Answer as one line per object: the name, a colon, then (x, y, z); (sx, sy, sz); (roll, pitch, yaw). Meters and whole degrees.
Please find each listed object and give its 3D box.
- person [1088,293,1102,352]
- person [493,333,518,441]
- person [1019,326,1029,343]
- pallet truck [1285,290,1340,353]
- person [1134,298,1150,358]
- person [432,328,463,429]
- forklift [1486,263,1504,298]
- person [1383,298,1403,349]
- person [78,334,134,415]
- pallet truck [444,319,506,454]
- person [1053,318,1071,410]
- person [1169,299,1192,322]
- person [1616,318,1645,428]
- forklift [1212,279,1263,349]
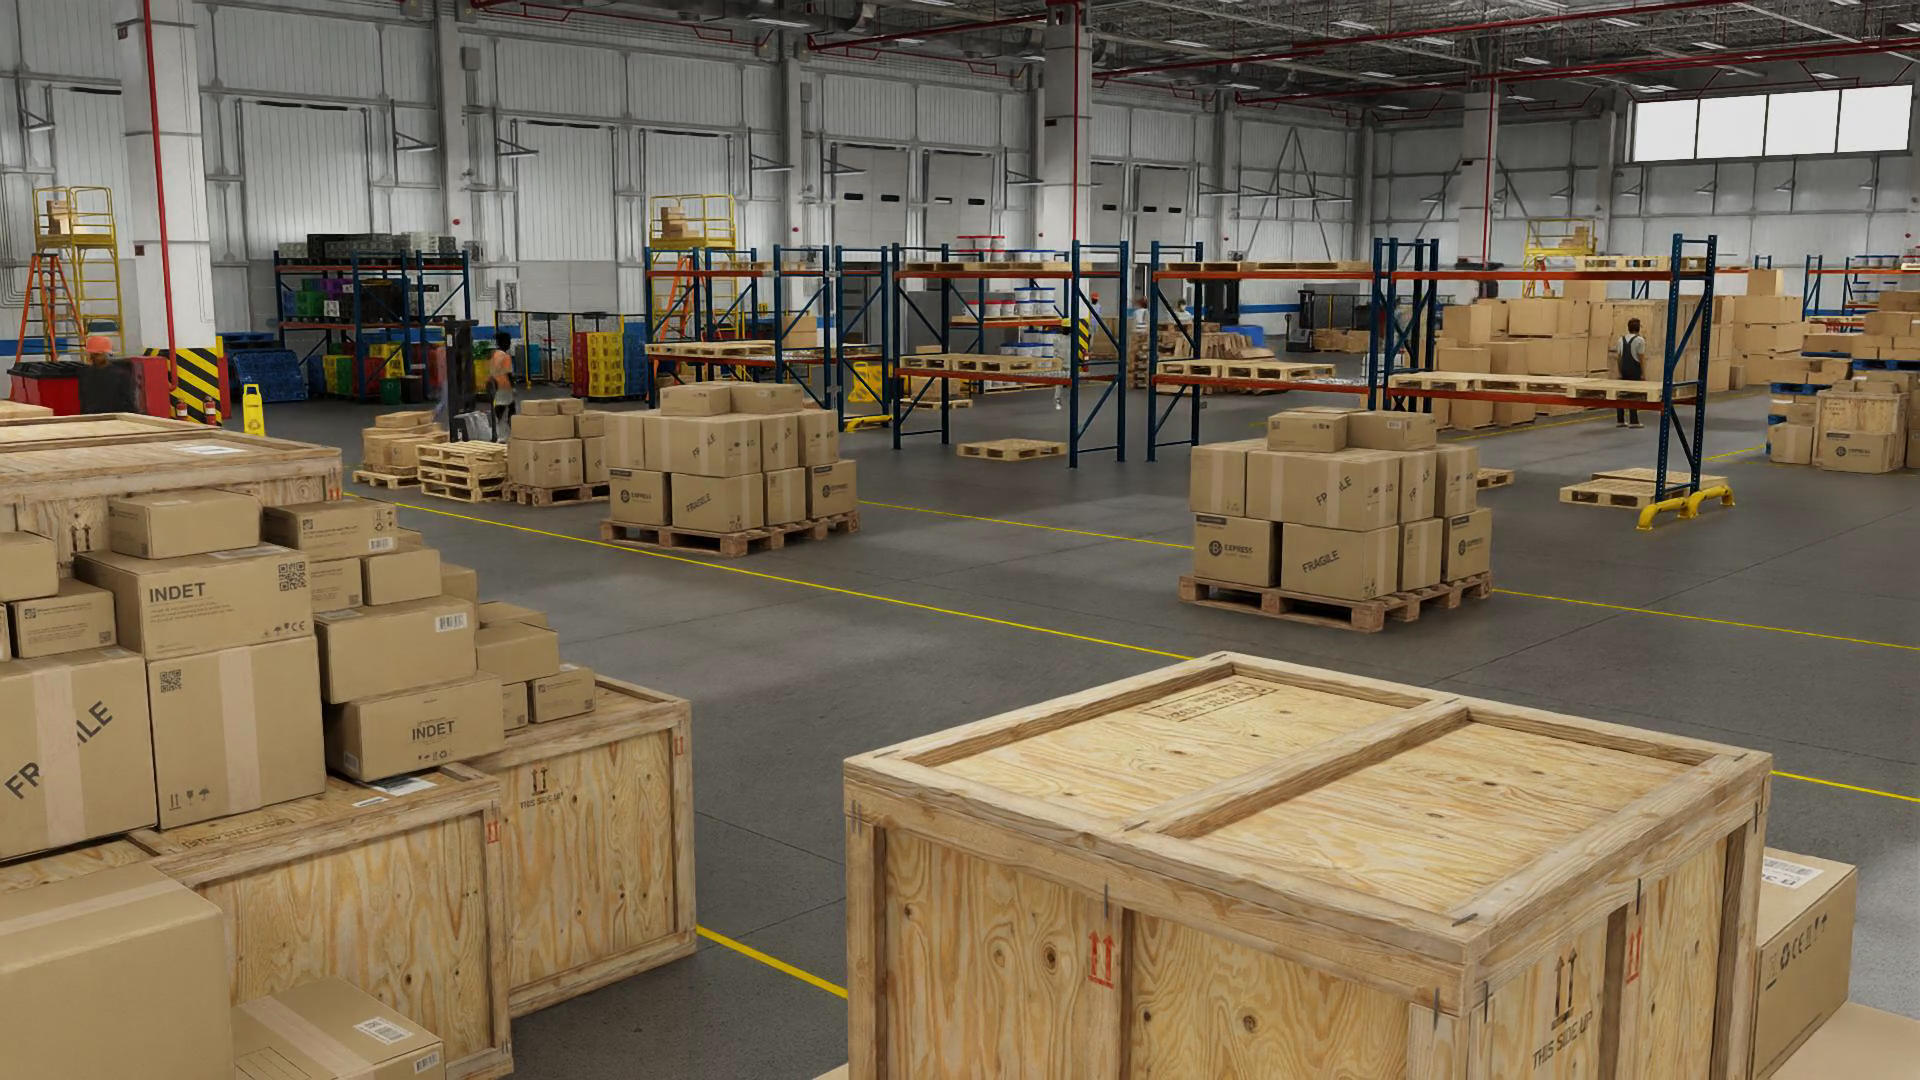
person: (4.140, -6.661, 51.314); (0.545, 1.927, 0.390); (-5, 10, -26)
person: (-6.939, -2.363, 25.704); (0.725, 1.666, 0.557); (-5, 11, -30)
person: (1.826, -5.463, 44.937); (0.718, 1.616, 0.525); (-5, 10, -26)
pallet truck: (11.297, -6.951, 52.861); (1.885, 1.965, 0.823); (-5, 11, -29)
person: (4.972, -5.702, 45.633); (0.712, 1.862, 0.583); (-7, 12, -38)
person: (-8.275, -2.594, 26.941); (0.739, 1.743, 0.531); (7, 12, 36)
forklift: (14.831, -6.333, 46.373); (1.873, 2.768, 1.129); (3, 10, 17)
person: (11.518, -5.492, 44.142); (0.555, 1.926, 0.648); (-4, 10, -24)
person: (-9.027, -1.200, 17.654); (0.634, 1.979, 0.617); (1, 9, 8)
pallet truck: (-6.981, -1.942, 22.150); (1.885, 1.965, 0.823); (1, 9, 9)
person: (1.995, -3.315, 31.372); (0.484, 1.737, 0.321); (0, 9, 1)
person: (5.549, -5.157, 42.179); (0.637, 1.912, 0.906); (-2, 9, -11)
person: (11.209, -2.781, 27.763); (0.345, 1.846, 0.508); (-6, 11, -33)
forklift: (7.371, -6.271, 45.994); (1.873, 2.768, 1.129); (9, 13, 43)
